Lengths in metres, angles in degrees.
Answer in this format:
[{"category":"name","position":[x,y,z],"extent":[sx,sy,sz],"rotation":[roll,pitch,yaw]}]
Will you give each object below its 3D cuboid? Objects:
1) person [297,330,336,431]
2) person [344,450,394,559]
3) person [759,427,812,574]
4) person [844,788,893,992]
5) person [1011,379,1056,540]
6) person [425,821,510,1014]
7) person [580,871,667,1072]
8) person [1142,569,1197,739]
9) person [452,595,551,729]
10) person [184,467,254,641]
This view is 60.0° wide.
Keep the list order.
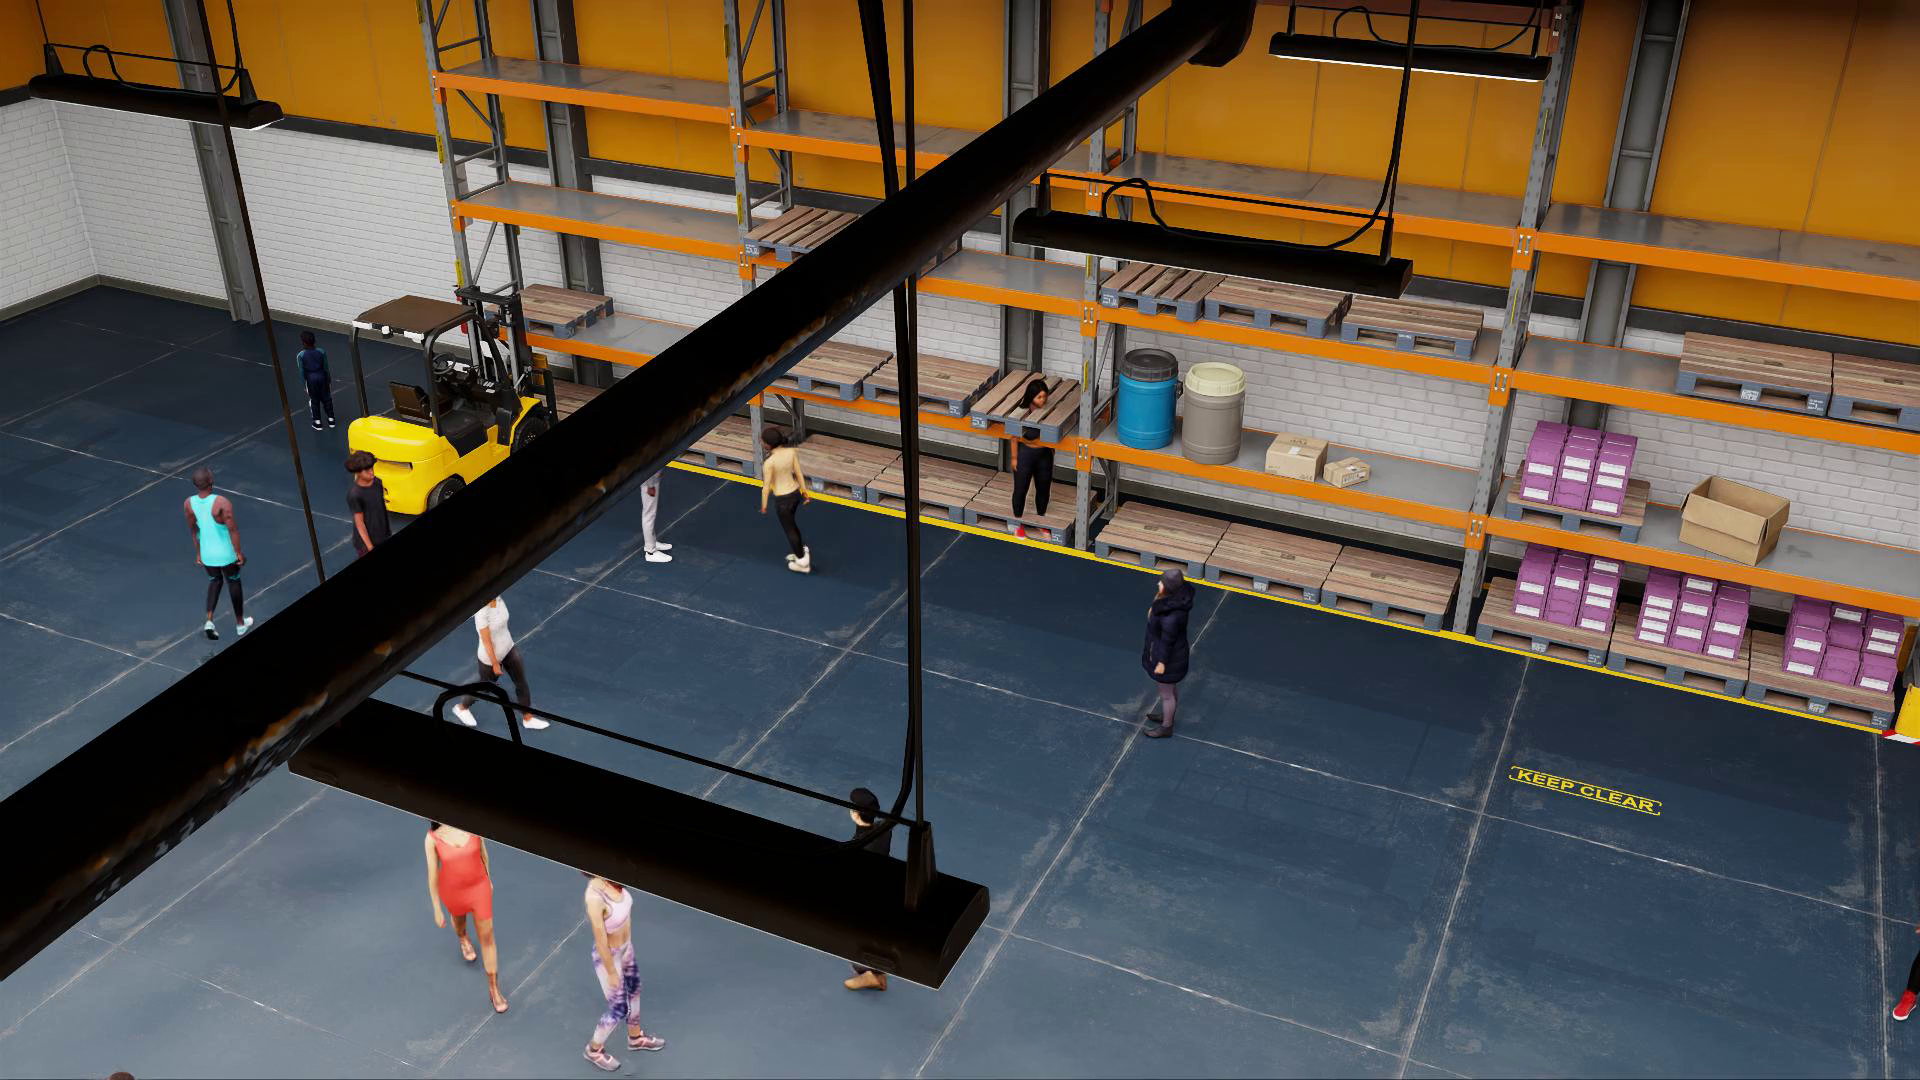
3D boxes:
[{"category":"person","position":[-7.882,-1.966,20.349],"extent":[0.571,1.254,0.601],"rotation":[-17,33,-28]},{"category":"person","position":[-5.837,-0.074,16.359],"extent":[0.921,1.755,0.660],"rotation":[11,30,19]},{"category":"person","position":[-1.727,-0.404,17.099],"extent":[0.684,1.625,0.738],"rotation":[-23,36,-36]},{"category":"person","position":[-0.604,2.512,11.665],"extent":[0.623,1.709,0.698],"rotation":[17,33,28]},{"category":"person","position":[0.778,-0.897,17.806],"extent":[0.768,1.814,0.831],"rotation":[-9,30,-17]},{"category":"person","position":[-3.552,2.451,11.819],"extent":[1.034,1.669,1.218],"rotation":[-16,33,-27]},{"category":"person","position":[-2.335,2.773,11.132],"extent":[0.878,1.762,0.772],"rotation":[4,29,7]},{"category":"person","position":[1.824,0.975,14.520],"extent":[0.721,1.675,0.728],"rotation":[6,29,11]},{"category":"person","position":[-4.140,0.997,14.547],"extent":[1.124,1.609,0.698],"rotation":[7,29,13]},{"category":"person","position":[-7.106,0.178,15.851],"extent":[0.912,1.799,0.869],"rotation":[1,29,2]}]
